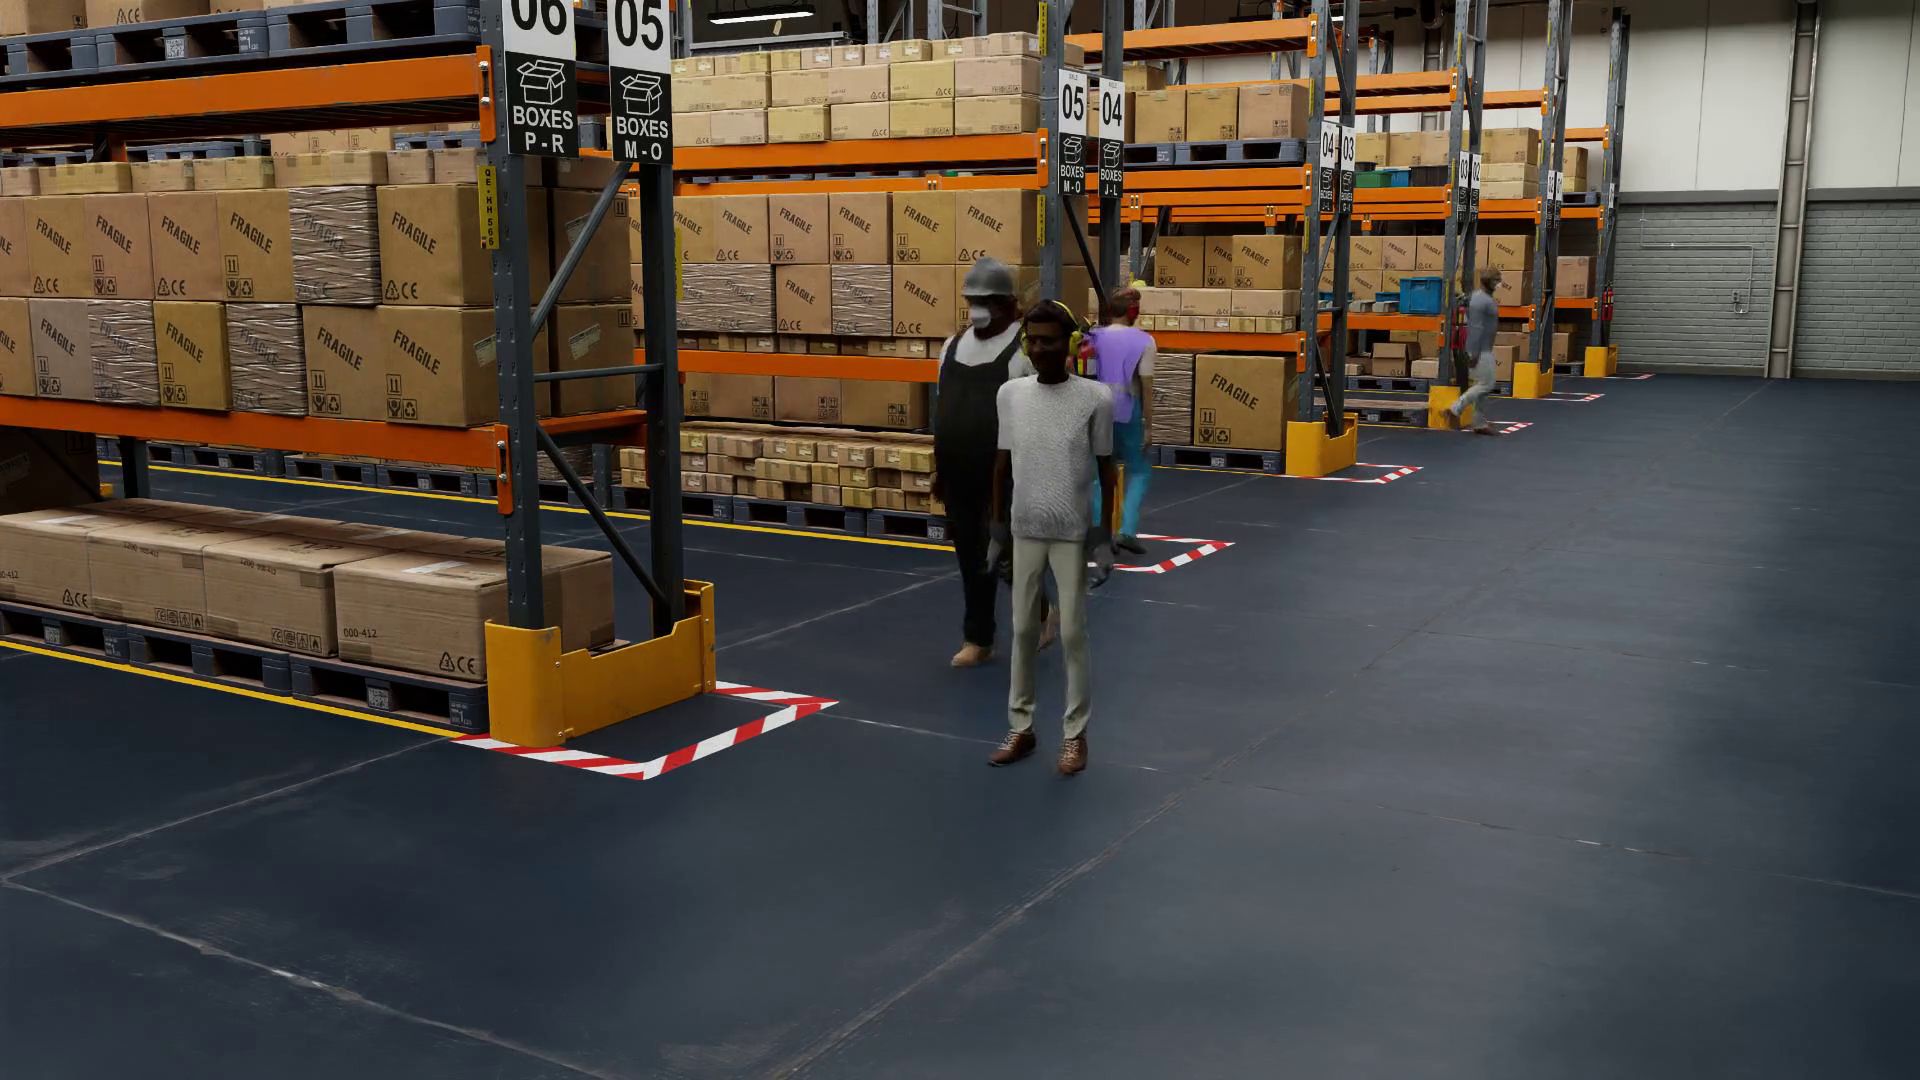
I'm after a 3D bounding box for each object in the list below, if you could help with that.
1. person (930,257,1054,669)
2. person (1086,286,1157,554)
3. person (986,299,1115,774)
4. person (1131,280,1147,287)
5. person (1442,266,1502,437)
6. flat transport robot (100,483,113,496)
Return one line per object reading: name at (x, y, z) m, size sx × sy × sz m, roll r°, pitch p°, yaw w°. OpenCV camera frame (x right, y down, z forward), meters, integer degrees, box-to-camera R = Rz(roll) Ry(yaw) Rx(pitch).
person at (0.123, -0.370, 8.148) m, size 0.679 × 2.000 × 0.567 m, roll 8°, pitch 12°, yaw 38°
person at (1.058, -0.782, 11.183) m, size 0.577 × 1.826 × 0.456 m, roll 6°, pitch 11°, yaw 31°
person at (0.354, -0.009, 6.552) m, size 0.533 × 1.864 × 0.310 m, roll 4°, pitch 10°, yaw 22°
person at (2.243, -2.330, 20.515) m, size 0.898 × 1.719 × 0.549 m, roll 5°, pitch 11°, yaw 26°
person at (5.825, -2.115, 18.724) m, size 0.526 × 1.925 × 0.630 m, roll 4°, pitch 11°, yaw 24°
flat transport robot at (-7.607, -0.382, 13.392) m, size 0.652 × 0.197 × 1.431 m, roll 2°, pitch 10°, yaw 12°
